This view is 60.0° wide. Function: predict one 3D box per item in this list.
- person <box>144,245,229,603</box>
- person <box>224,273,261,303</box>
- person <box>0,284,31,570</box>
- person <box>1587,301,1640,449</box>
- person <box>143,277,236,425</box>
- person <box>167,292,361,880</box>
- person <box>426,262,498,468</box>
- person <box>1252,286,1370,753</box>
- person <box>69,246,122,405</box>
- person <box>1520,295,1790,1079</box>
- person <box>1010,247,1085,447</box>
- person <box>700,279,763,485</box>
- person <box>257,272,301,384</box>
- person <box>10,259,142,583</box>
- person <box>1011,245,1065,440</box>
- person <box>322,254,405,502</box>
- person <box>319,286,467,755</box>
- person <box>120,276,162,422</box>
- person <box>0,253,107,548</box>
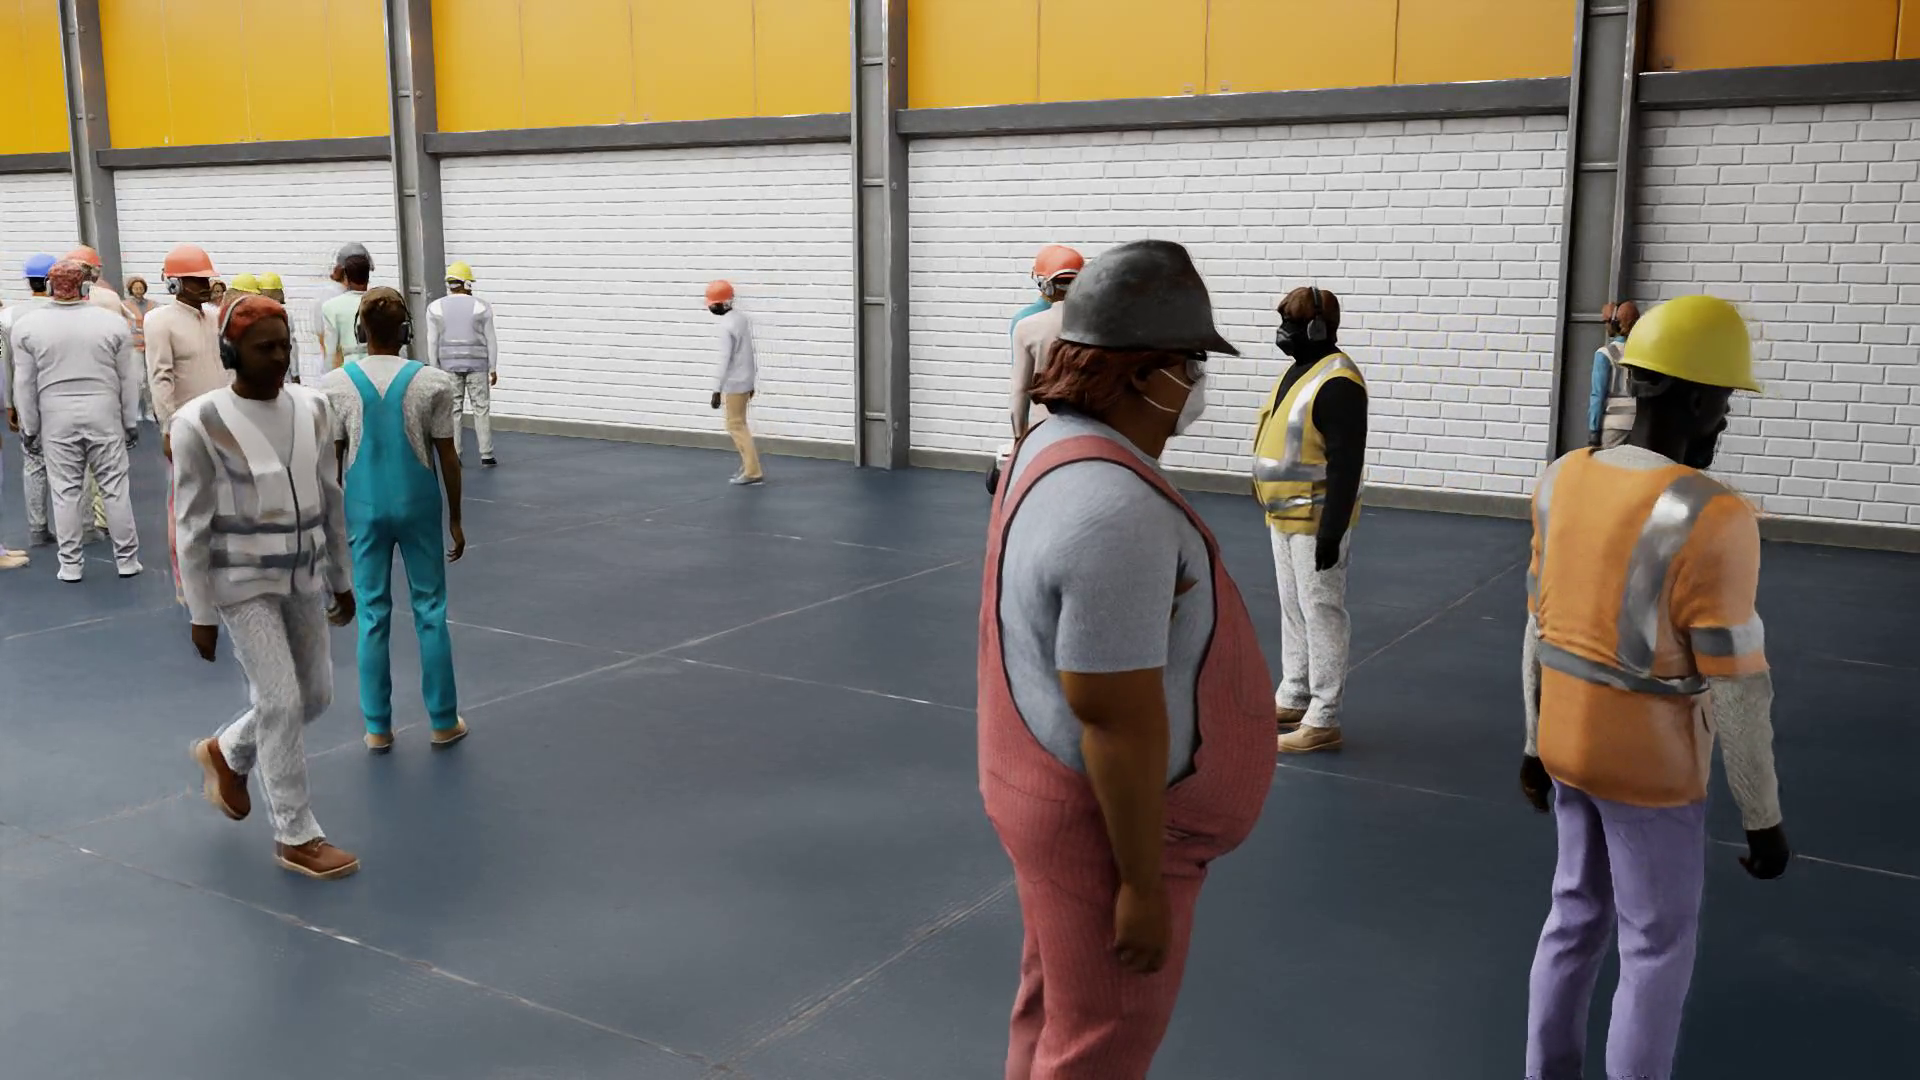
[{"bbox_3d":[-4.266,-0.643,9.321,0.381,1.994,0.622,2,10,8],"label":"person"},{"bbox_3d":[-6.222,-1.455,14.541,0.308,1.736,0.484,1,10,5],"label":"person"},{"bbox_3d":[-5.982,-0.719,10.204,0.361,1.835,0.516,-8,13,-37],"label":"person"},{"bbox_3d":[4.250,-0.717,10.750,0.518,1.632,0.312,-5,12,-28],"label":"person"},{"bbox_3d":[-5.164,-0.938,11.252,0.572,1.887,0.355,-3,11,-14],"label":"person"},{"bbox_3d":[-2.268,0.141,5.332,0.703,1.865,0.596,5,11,27],"label":"person"},{"bbox_3d":[-4.388,-1.534,14.728,0.588,1.827,0.404,-1,10,-7],"label":"person"},{"bbox_3d":[1.375,-0.078,6.615,0.430,1.845,0.624,-1,10,-8],"label":"person"},{"bbox_3d":[-7.240,-1.452,13.858,0.642,1.971,0.485,0,10,-3],"label":"person"},{"bbox_3d":[1.415,0.452,3.481,0.402,1.914,0.601,-3,11,-16],"label":"person"},{"bbox_3d":[0.573,-0.600,9.124,0.613,1.984,0.420,-1,10,-4],"label":"person"},{"bbox_3d":[-1.869,-1.288,13.681,0.484,1.706,0.596,1,10,6],"label":"person"},{"bbox_3d":[-6.054,-1.486,14.688,0.493,1.743,0.310,2,10,9],"label":"person"},{"bbox_3d":[-5.224,-0.700,9.880,0.643,1.910,0.400,-5,12,-27],"label":"person"},{"bbox_3d":[0.533,-0.709,9.686,0.397,1.992,0.621,8,13,37],"label":"person"},{"bbox_3d":[-4.516,-1.204,12.646,0.596,1.917,0.386,-7,12,-34],"label":"person"},{"bbox_3d":[-2.228,-0.071,6.567,0.516,1.843,0.327,-2,10,-12],"label":"person"},{"bbox_3d":[-9.051,-2.107,18.459,0.380,1.624,0.523,7,13,35],"label":"person"},{"bbox_3d":[-5.983,-0.911,10.974,0.631,1.938,0.426,-1,10,-5],"label":"person"}]
